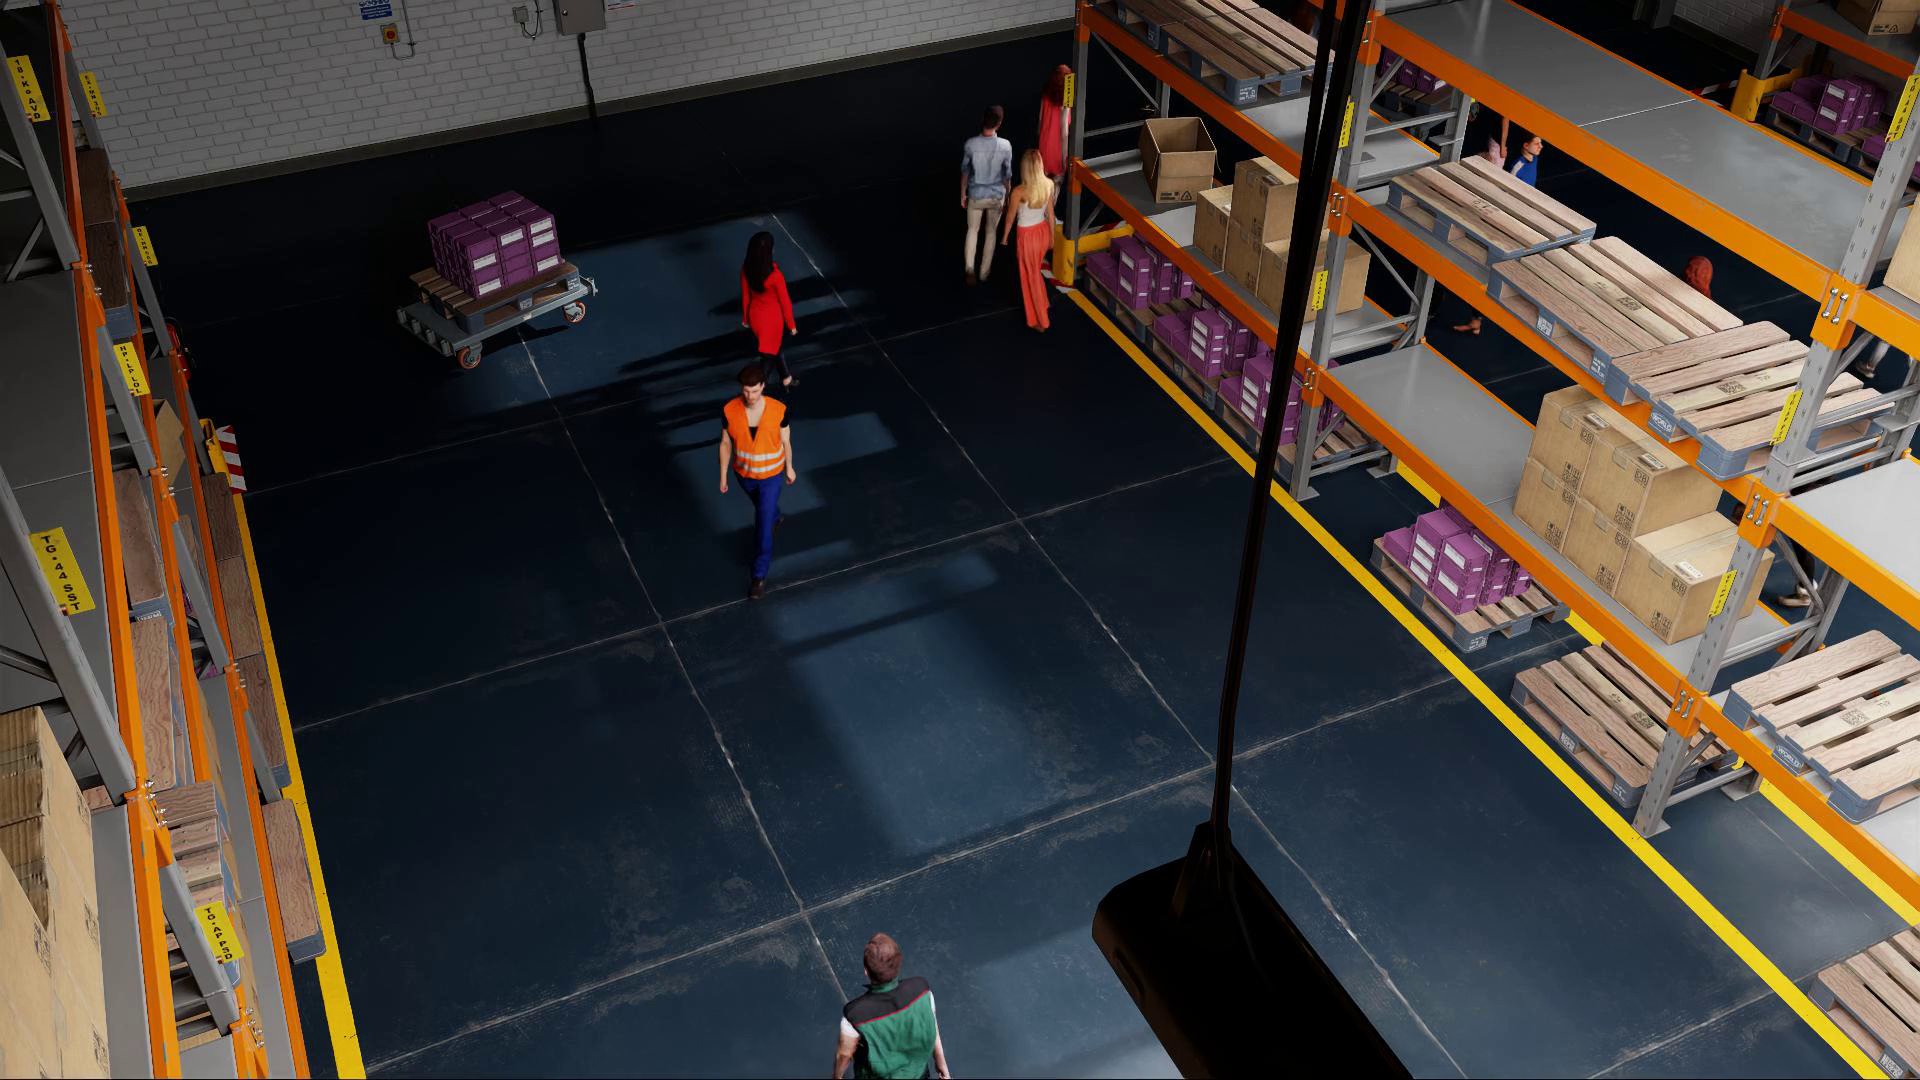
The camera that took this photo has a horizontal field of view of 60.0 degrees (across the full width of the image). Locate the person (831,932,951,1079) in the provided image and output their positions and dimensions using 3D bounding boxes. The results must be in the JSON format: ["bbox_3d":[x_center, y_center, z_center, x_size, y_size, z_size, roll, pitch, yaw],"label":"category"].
[{"bbox_3d":[-0.320,2.759,8.394,0.772,1.790,1.137,-21,43,-24],"label":"person"}]

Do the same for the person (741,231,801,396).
[{"bbox_3d":[-1.682,-1.769,14.131,1.122,1.707,1.052,22,44,26],"label":"person"}]

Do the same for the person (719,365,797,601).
[{"bbox_3d":[-1.498,-0.574,12.537,1.162,1.829,1.359,6,39,8],"label":"person"}]

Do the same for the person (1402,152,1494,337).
[{"bbox_3d":[4.752,-2.651,15.165,1.026,1.793,0.967,12,40,15],"label":"person"}]

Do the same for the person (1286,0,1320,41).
[{"bbox_3d":[3.867,-5.535,19.034,0.659,1.472,0.672,-5,39,-6],"label":"person"}]

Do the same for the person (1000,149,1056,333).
[{"bbox_3d":[0.711,-2.675,15.201,0.703,1.786,0.824,-24,44,-27],"label":"person"}]

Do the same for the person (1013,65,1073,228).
[{"bbox_3d":[0.853,-3.871,16.689,0.779,1.799,0.924,-24,44,-27],"label":"person"}]

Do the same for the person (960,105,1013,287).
[{"bbox_3d":[0.241,-3.220,15.857,0.917,1.820,1.043,2,39,3],"label":"person"}]

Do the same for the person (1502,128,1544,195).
[{"bbox_3d":[5.162,-3.020,15.570,0.772,1.865,0.755,20,43,24],"label":"person"}]
